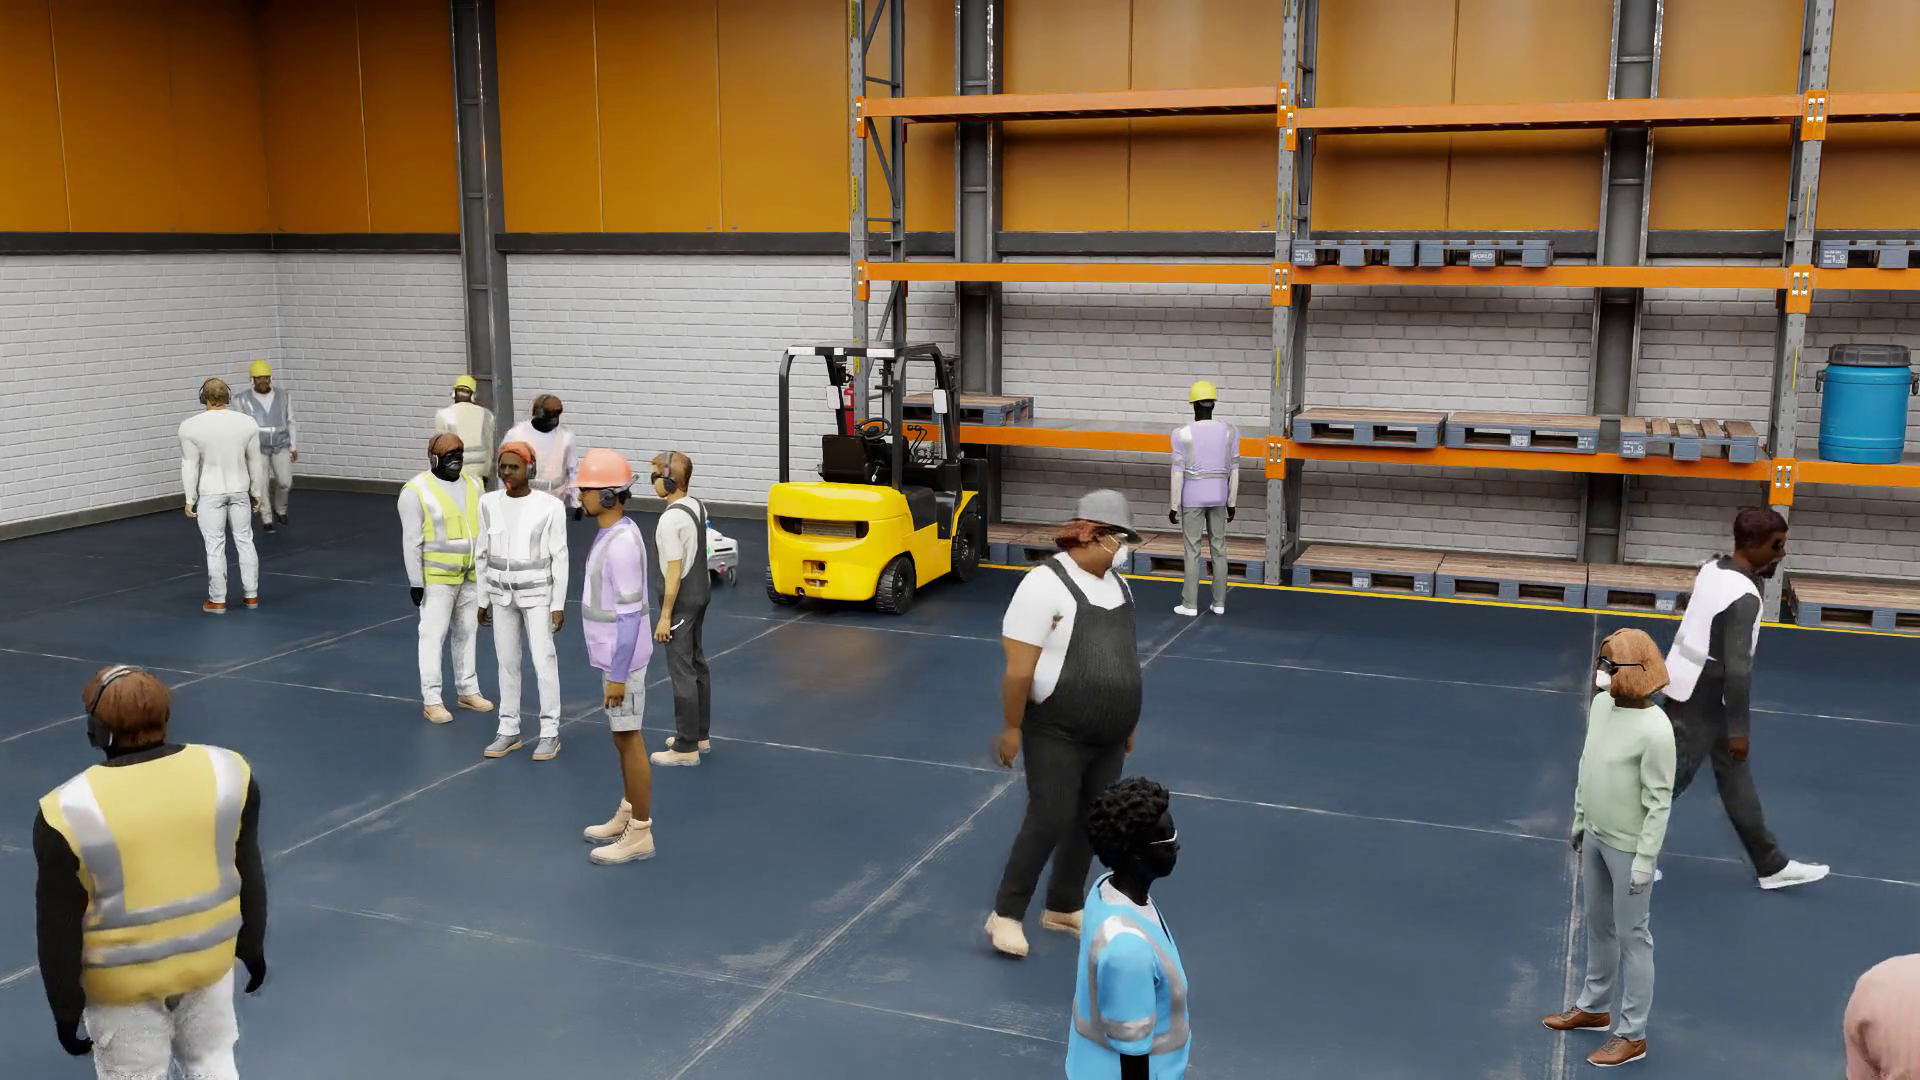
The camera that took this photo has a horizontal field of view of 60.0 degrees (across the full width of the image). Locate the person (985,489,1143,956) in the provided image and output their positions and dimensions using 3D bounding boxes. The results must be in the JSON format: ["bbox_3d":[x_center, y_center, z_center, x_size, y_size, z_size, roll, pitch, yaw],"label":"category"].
[{"bbox_3d":[0.516,0.748,7.152,0.537,2.000,0.809,10,14,44],"label":"person"}]

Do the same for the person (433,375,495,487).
[{"bbox_3d":[-4.720,-0.655,15.674,0.646,1.790,0.520,-8,13,-39],"label":"person"}]

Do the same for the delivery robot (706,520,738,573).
[{"bbox_3d":[-2.282,0.067,14.824,0.477,0.478,0.707,-8,13,-37],"label":"delivery robot"}]

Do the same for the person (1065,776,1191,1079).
[{"bbox_3d":[0.433,1.433,4.291,0.318,1.700,0.535,0,10,-1],"label":"person"}]

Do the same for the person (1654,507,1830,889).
[{"bbox_3d":[3.521,0.744,7.715,1.019,1.842,0.669,3,11,15],"label":"person"}]

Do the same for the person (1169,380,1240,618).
[{"bbox_3d":[1.966,-0.328,13.470,0.586,1.925,0.369,-2,10,-13],"label":"person"}]

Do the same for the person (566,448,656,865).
[{"bbox_3d":[-1.701,0.566,8.154,0.381,2.045,0.605,-3,11,-15],"label":"person"}]

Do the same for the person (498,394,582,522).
[{"bbox_3d":[-3.429,-0.299,13.654,0.646,1.797,0.805,-8,13,-39],"label":"person"}]

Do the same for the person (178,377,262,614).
[{"bbox_3d":[-6.046,-0.367,13.650,0.635,1.939,0.366,-9,14,-41],"label":"person"}]

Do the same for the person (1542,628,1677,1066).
[{"bbox_3d":[2.435,1.126,6.181,0.285,1.633,0.498,-2,10,-10],"label":"person"}]

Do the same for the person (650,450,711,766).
[{"bbox_3d":[-1.634,0.394,9.670,0.346,1.846,0.506,2,10,10],"label":"person"}]

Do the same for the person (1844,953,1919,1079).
[{"bbox_3d":[2.055,1.516,3.346,0.798,1.878,0.662,-6,12,-30],"label":"person"}]

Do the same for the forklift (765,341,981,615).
[{"bbox_3d":[-0.739,-0.602,14.246,1.214,2.155,2.313,4,11,21],"label":"forklift"}]

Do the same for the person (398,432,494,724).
[{"bbox_3d":[-3.239,0.228,10.605,0.428,1.842,0.632,7,12,35],"label":"person"}]

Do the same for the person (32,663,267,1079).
[{"bbox_3d":[-2.345,1.260,4.869,0.638,1.832,0.490,-10,14,-44],"label":"person"}]

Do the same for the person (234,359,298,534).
[{"bbox_3d":[-7.207,-0.967,17.301,0.614,1.822,0.419,-7,12,-33],"label":"person"}]

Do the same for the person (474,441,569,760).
[{"bbox_3d":[-2.579,0.356,9.775,0.575,1.885,0.355,2,10,12],"label":"person"}]
